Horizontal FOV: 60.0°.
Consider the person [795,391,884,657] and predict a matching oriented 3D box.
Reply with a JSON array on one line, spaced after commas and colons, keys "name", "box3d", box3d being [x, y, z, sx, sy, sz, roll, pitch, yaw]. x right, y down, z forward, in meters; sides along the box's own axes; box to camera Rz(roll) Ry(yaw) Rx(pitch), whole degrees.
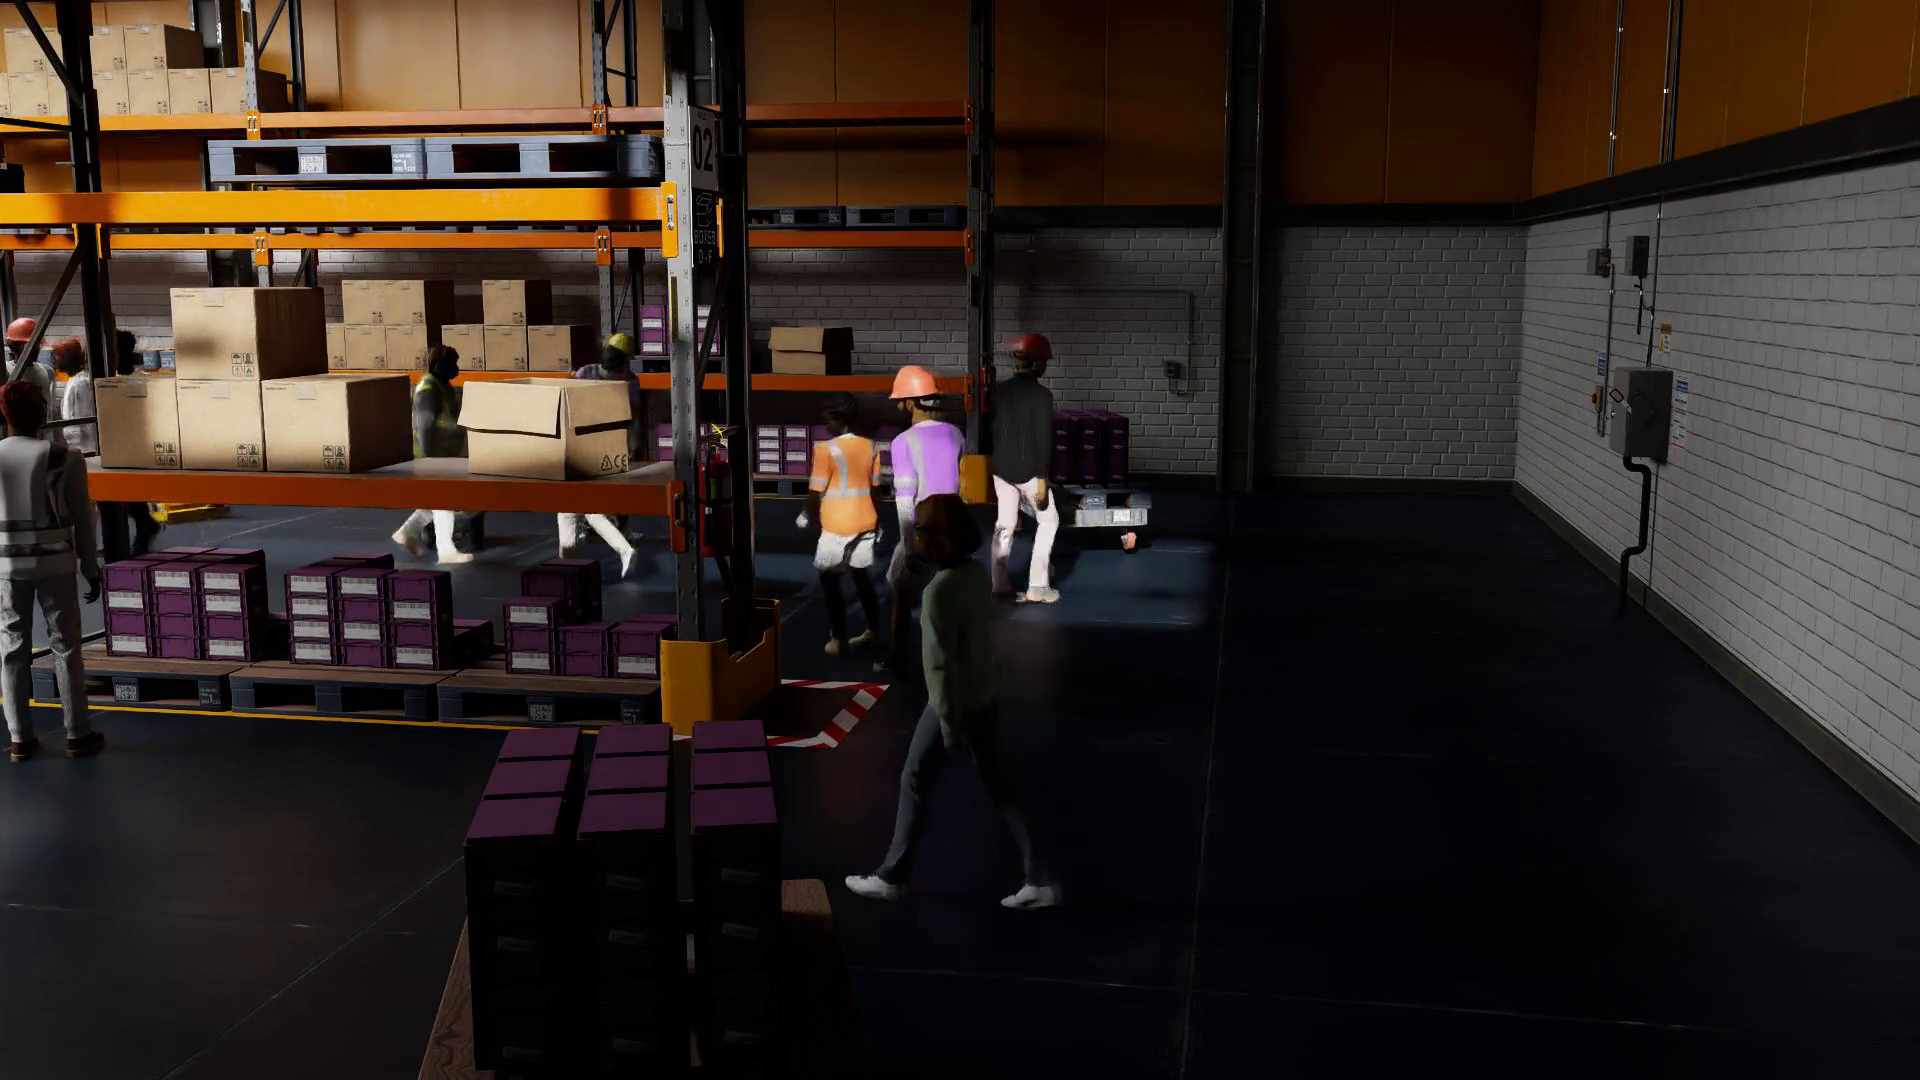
[{"name": "person", "box3d": [-0.761, -0.097, 10.431, 0.458, 1.669, 0.557, 7, 11, 36]}]

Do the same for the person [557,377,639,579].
[{"name": "person", "box3d": [-2.877, -0.460, 12.869, 0.712, 1.611, 0.522, 3, 10, 20]}]

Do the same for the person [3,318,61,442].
[{"name": "person", "box3d": [-7.464, -0.757, 13.369, 0.381, 2.045, 0.605, 3, 10, 20]}]

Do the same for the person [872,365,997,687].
[{"name": "person", "box3d": [-0.148, -0.050, 9.493, 0.552, 1.892, 1.006, -7, 12, -38]}]

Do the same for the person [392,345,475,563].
[{"name": "person", "box3d": [-4.376, -0.698, 13.723, 0.583, 1.821, 0.653, -1, 9, -9]}]

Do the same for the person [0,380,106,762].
[{"name": "person", "box3d": [-4.567, 0.154, 8.211, 0.585, 1.882, 0.337, -2, 9, -14]}]

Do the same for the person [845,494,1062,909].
[{"name": "person", "box3d": [0.008, 0.615, 6.262, 0.846, 1.591, 0.504, 5, 10, 27]}]

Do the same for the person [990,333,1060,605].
[{"name": "person", "box3d": [0.494, -0.505, 12.044, 0.648, 1.967, 0.650, -8, 12, -42]}]

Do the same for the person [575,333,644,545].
[{"name": "person", "box3d": [-3.166, -0.884, 14.702, 0.712, 1.875, 0.384, -4, 10, -23]}]

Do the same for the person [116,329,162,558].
[{"name": "person", "box3d": [-6.869, -0.777, 13.799, 0.644, 1.942, 0.495, 3, 10, 20]}]

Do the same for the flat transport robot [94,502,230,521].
[{"name": "flat transport robot", "box3d": [-7.956, -0.377, 16.501, 1.431, 0.197, 0.652, 6, 11, 34]}]

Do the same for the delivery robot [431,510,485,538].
[{"name": "delivery robot", "box3d": [-4.444, -0.278, 14.714, 0.477, 0.478, 0.707, -1, 9, -4]}]

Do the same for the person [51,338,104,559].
[{"name": "person", "box3d": [-7.398, -0.751, 14.028, 0.749, 1.869, 0.616, -6, 11, -33]}]
